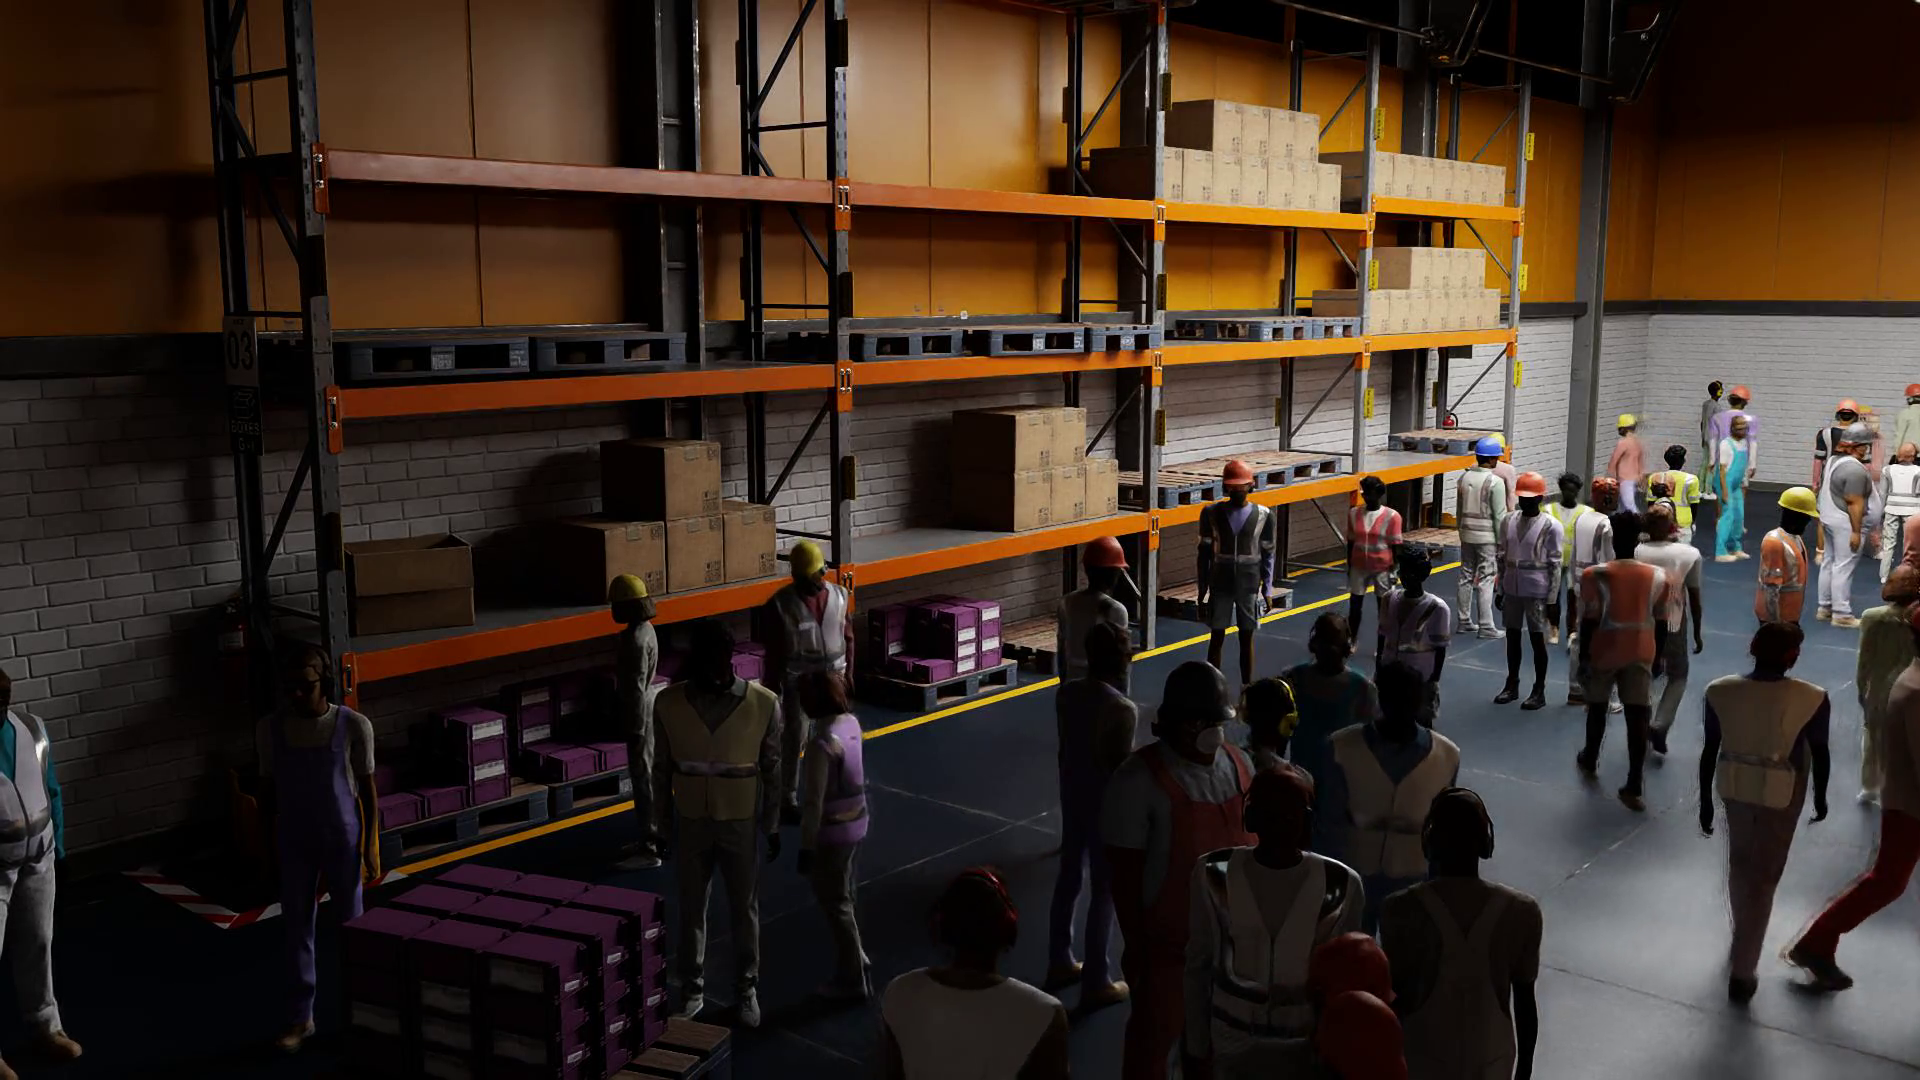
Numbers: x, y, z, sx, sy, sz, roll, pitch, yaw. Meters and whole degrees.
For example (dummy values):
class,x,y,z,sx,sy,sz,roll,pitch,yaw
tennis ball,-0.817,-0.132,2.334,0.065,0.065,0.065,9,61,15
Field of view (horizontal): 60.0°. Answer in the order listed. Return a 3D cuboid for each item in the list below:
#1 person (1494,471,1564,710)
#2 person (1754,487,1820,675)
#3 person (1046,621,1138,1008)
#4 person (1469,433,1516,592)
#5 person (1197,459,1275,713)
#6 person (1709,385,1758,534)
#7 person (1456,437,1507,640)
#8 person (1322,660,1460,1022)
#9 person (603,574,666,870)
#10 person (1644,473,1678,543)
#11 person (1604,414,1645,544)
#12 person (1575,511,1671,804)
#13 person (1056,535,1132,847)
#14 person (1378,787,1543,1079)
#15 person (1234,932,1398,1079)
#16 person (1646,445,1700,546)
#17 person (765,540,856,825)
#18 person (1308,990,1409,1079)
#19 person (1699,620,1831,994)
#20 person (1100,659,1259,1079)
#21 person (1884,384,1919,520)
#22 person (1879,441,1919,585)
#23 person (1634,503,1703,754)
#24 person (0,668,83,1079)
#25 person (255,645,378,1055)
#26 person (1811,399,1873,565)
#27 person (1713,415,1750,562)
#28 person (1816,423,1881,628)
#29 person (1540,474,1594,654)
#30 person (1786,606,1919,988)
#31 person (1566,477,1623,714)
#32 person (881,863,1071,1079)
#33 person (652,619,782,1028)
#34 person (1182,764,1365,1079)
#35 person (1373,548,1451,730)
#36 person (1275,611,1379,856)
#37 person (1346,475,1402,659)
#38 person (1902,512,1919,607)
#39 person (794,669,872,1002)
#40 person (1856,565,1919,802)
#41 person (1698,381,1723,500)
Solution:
class,x,y,z,sx,sy,sz,roll,pitch,yaw
person,4.539,0.405,13.346,0.388,1.930,0.547,-7,11,-38
person,6.139,0.554,12.394,0.379,1.920,0.586,7,11,38
person,0.645,1.292,7.911,0.346,1.836,0.503,-8,12,-41
person,5.893,-0.307,18.441,0.533,1.767,0.326,6,11,35
person,2.177,0.372,13.169,0.605,2.045,0.376,1,9,8
person,10.518,-1.093,22.625,0.627,2.040,0.385,8,12,43
person,5.021,-0.019,16.001,0.386,1.947,0.607,-4,10,-25
person,1.807,1.398,7.077,0.573,1.875,0.919,1,9,6
person,-1.909,1.055,9.769,0.328,1.732,0.488,-1,9,-9
person,6.609,0.179,15.712,0.309,1.641,0.511,4,10,26
person,8.683,-0.780,21.659,0.519,1.724,0.879,-7,11,-40
person,4.433,0.754,11.143,0.626,1.911,1.024,1,9,5
person,0.829,0.931,9.910,0.378,1.932,0.551,-7,11,-39
person,1.576,1.693,5.319,0.505,1.838,0.350,1,9,8
person,0.969,1.888,4.390,0.579,1.733,0.428,8,12,41
person,7.611,-0.171,17.784,0.530,1.696,0.321,6,10,33
person,-0.946,0.885,10.621,0.604,1.812,0.404,-5,10,-28
person,0.967,1.932,4.239,0.570,1.694,0.909,-2,9,-10
person,3.960,1.275,8.216,0.553,1.779,0.978,8,12,43
person,0.895,1.447,6.246,0.684,2.000,0.538,-6,11,-33
person,13.576,-1.237,23.761,0.633,1.982,0.436,-2,9,-15
person,10.601,-0.285,18.693,0.307,1.644,0.514,-9,12,-44
person,5.070,0.645,12.083,0.616,1.829,0.657,6,10,32
person,-4.127,1.417,7.132,0.429,1.831,0.635,4,10,25
person,-2.844,1.367,7.392,0.506,1.845,0.344,-1,9,-6
person,10.609,-0.685,20.038,0.619,2.029,0.410,4,10,27
person,9.466,-0.634,20.384,0.564,1.814,0.401,-6,11,-36
person,8.888,-0.159,16.604,0.536,2.000,0.686,1,9,7
person,5.604,0.212,15.433,0.536,1.655,0.824,4,10,25
person,4.534,1.233,7.910,0.962,1.960,0.621,7,11,36
person,5.088,0.435,13.272,0.341,1.882,0.587,-2,9,-12
person,0.017,1.825,4.649,0.576,1.806,0.950,6,11,33
person,-1.110,1.291,7.651,0.590,1.916,0.389,0,9,0
person,1.011,1.651,5.431,0.576,1.884,0.354,2,9,12
person,2.952,0.891,10.939,0.318,1.697,0.533,-8,12,-42
person,1.857,1.226,8.426,0.514,1.815,0.882,6,10,32
person,3.748,0.246,15.131,0.541,1.686,0.325,6,11,33
person,7.609,0.428,12.960,0.612,1.996,0.388,-2,9,-13
person,-0.592,1.396,7.902,0.397,1.612,0.574,3,9,17
person,6.051,0.965,10.728,0.499,1.619,0.432,4,10,25
person,11.885,-1.574,26.261,0.316,1.875,0.531,0,9,-2
